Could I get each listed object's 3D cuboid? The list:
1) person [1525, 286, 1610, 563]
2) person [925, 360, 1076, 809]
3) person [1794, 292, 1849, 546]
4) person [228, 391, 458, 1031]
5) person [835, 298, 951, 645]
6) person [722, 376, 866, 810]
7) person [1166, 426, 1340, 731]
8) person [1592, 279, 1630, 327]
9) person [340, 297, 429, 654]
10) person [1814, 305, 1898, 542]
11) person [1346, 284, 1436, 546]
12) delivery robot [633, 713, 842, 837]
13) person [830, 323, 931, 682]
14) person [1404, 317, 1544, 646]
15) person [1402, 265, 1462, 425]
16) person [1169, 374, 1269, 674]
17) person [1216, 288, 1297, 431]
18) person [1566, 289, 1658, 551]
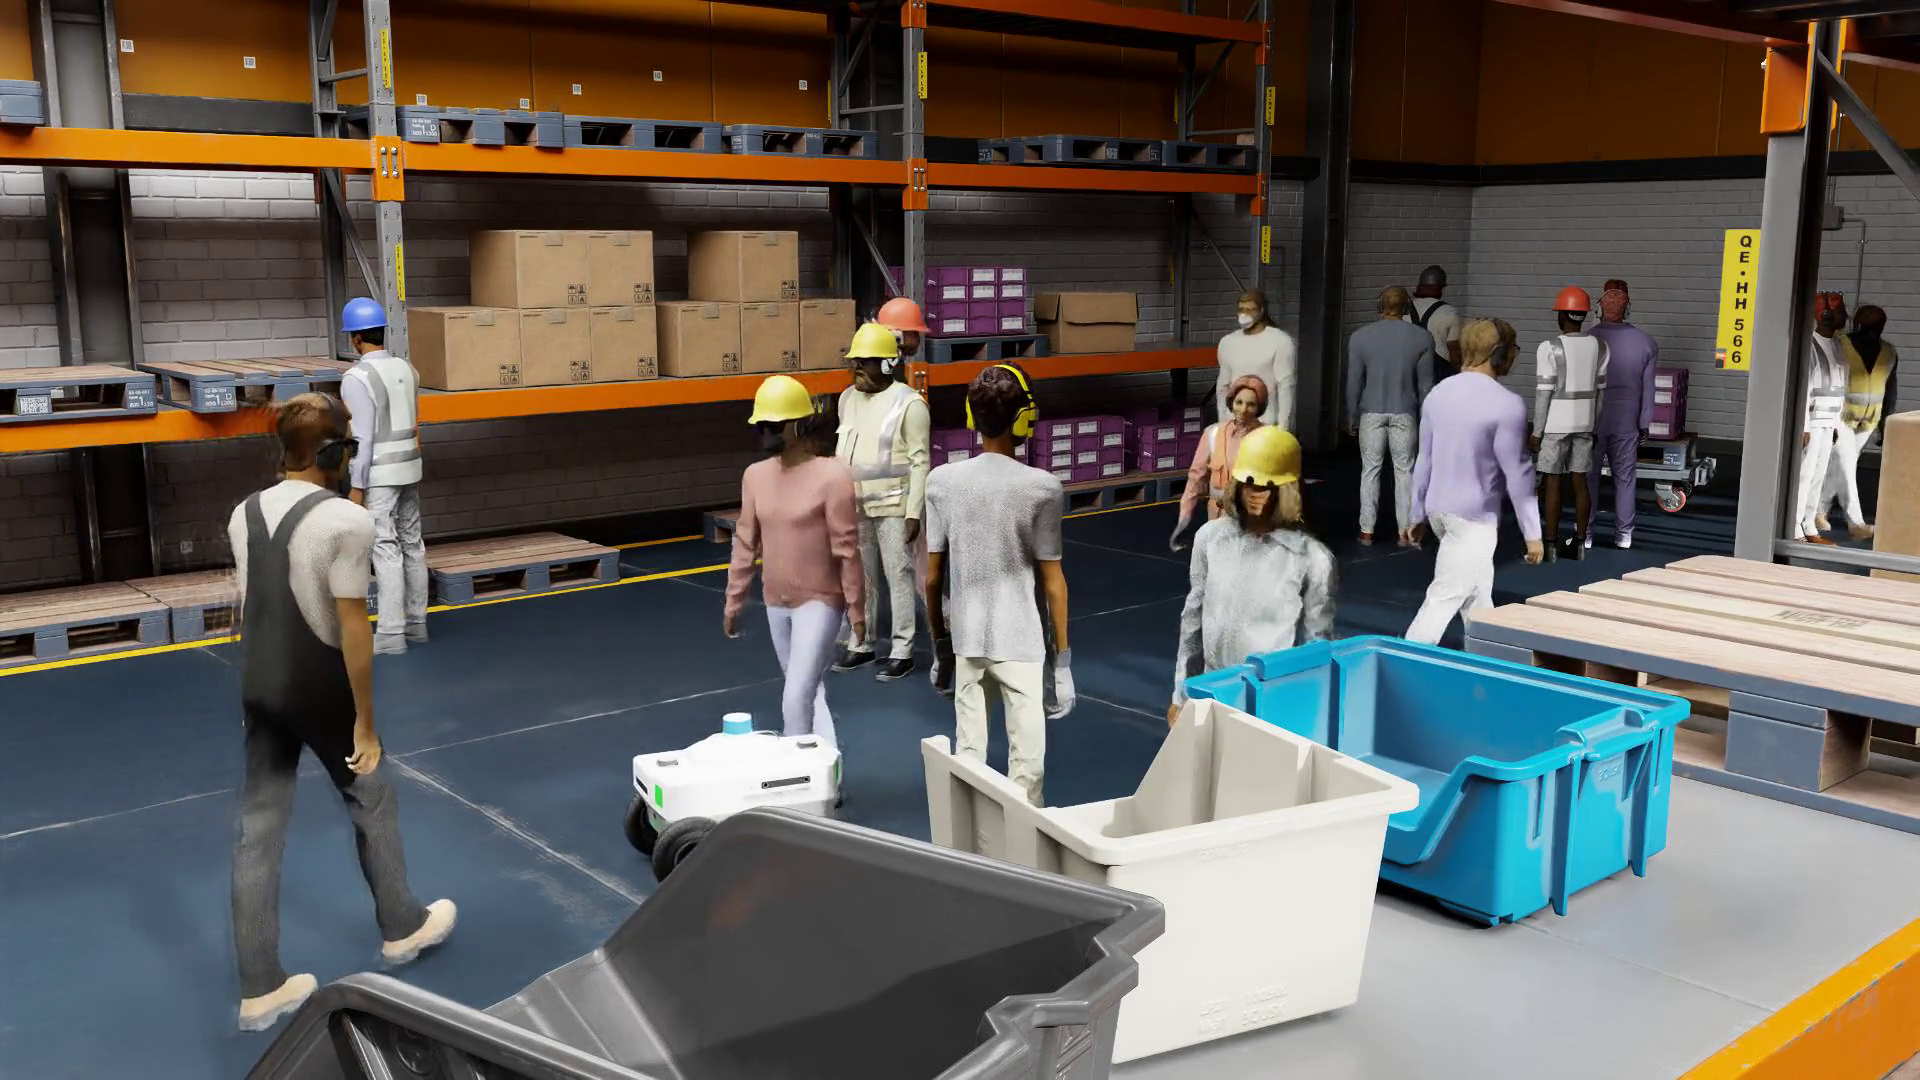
[{"bbox_3d":[4.250,-0.804,11.685,0.547,1.938,0.359,-3,10,-15],"label":"person"},{"bbox_3d":[0.131,0.371,5.288,0.519,1.874,0.327,5,11,27],"label":"person"},{"bbox_3d":[6.197,-0.839,12.027,0.584,1.883,0.344,-9,14,-42],"label":"person"},{"bbox_3d":[-1.867,0.464,4.937,0.563,1.803,0.847,4,11,20],"label":"person"},{"bbox_3d":[-0.363,-0.366,9.248,1.002,1.935,0.591,-1,10,-6],"label":"person"},{"bbox_3d":[-0.677,0.263,6.237,0.555,1.734,0.762,8,13,37],"label":"person"},{"bbox_3d":[0.948,0.481,5.116,0.783,1.711,0.488,-9,14,-43],"label":"person"},{"bbox_3d":[6.384,-1.622,16.415,0.338,1.882,0.582,0,10,2],"label":"person"},{"bbox_3d":[-3.159,-0.345,9.089,0.402,1.944,0.605,2,10,12],"label":"person"},{"bbox_3d":[6.786,-0.895,12.666,0.650,1.781,0.977,-1,10,-7],"label":"person"},{"bbox_3d":[3.177,-0.917,12.314,0.635,1.937,0.352,2,10,14],"label":"person"},{"bbox_3d":[-0.790,0.863,5.953,0.707,0.478,0.477,-4,11,-24],"label":"delivery robot"},{"bbox_3d":[-0.423,-0.190,8.537,0.591,1.833,0.404,8,13,40],"label":"person"},{"bbox_3d":[2.416,-0.092,7.819,1.005,1.889,0.651,-3,11,-18],"label":"person"},{"bbox_3d":[4.389,-1.551,15.576,0.688,2.000,0.536,8,13,38],"label":"person"},{"bbox_3d":[1.326,-0.012,8.197,0.870,1.589,0.539,-9,13,-41],"label":"person"},{"bbox_3d":[2.107,-0.827,11.848,0.641,1.927,0.650,9,13,40],"label":"person"},{"bbox_3d":[4.715,-0.871,12.147,0.651,1.906,0.401,0,10,2],"label":"person"}]
